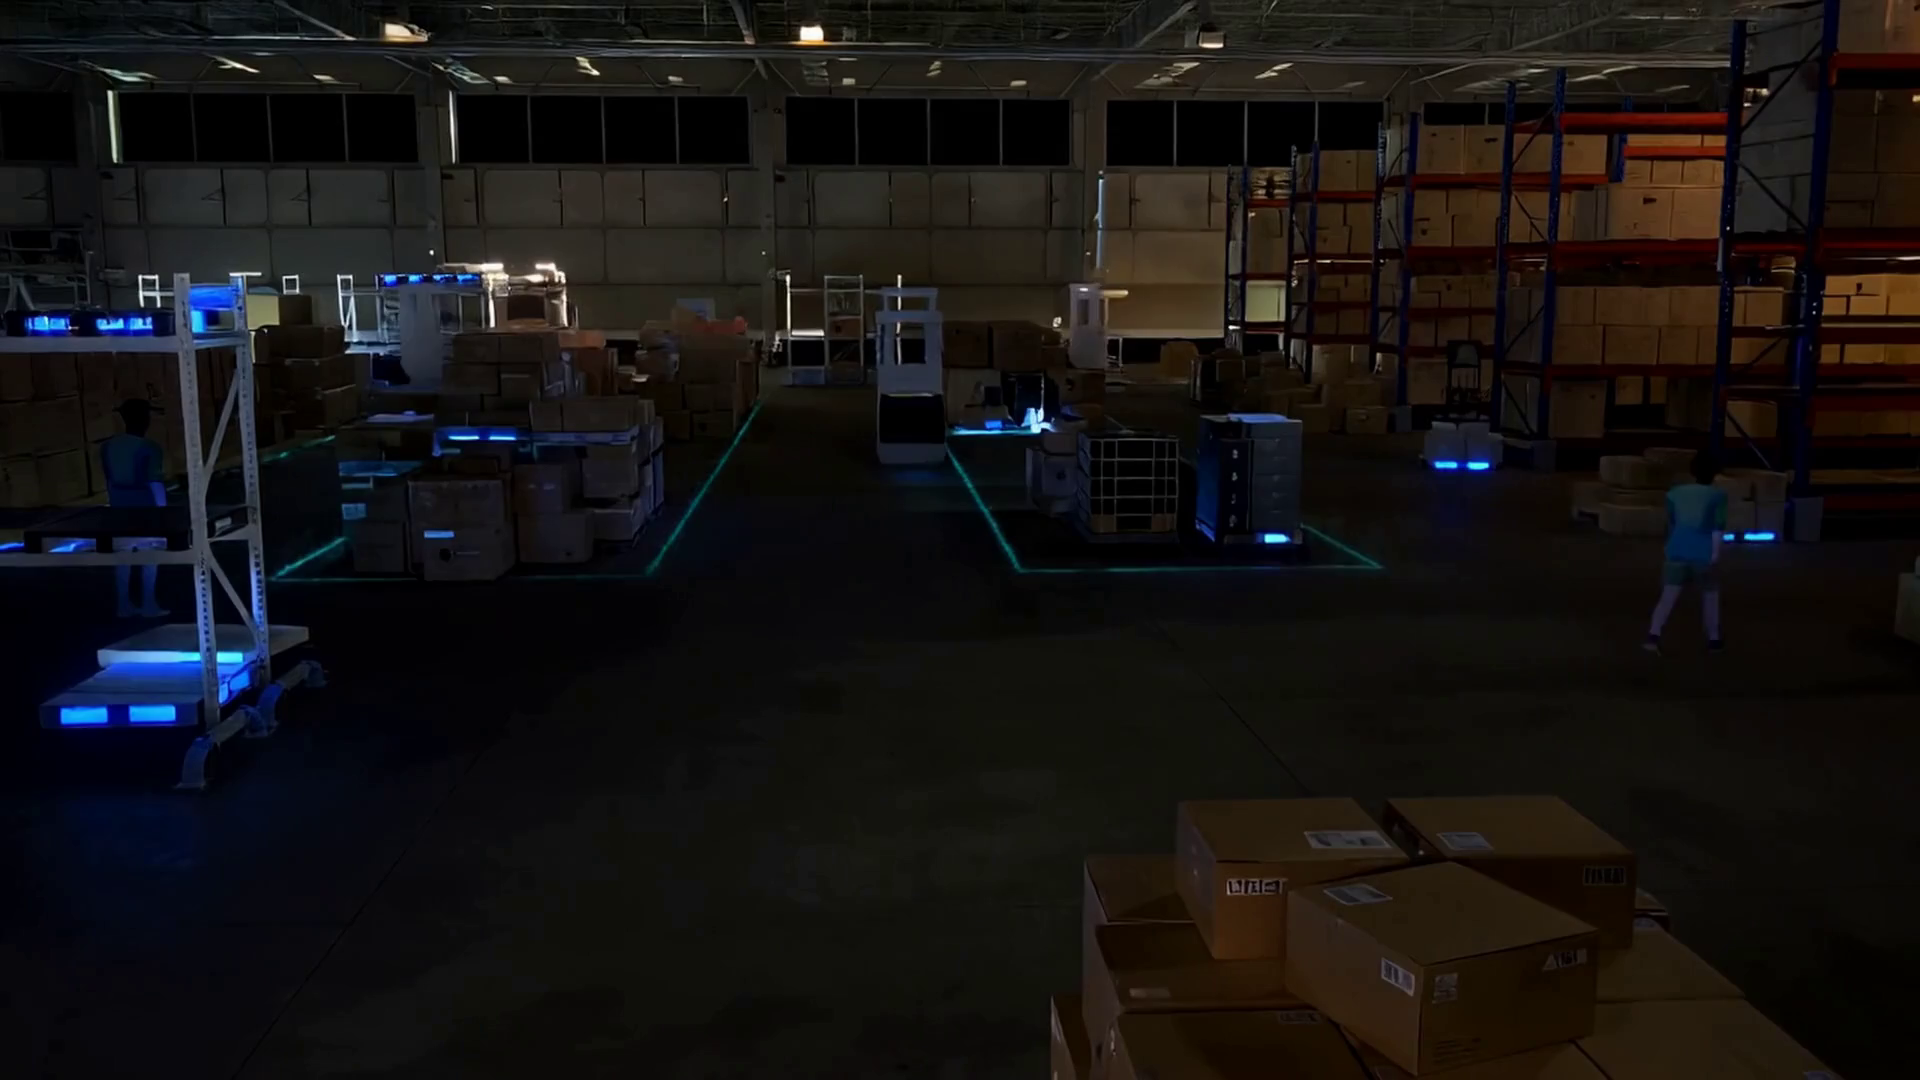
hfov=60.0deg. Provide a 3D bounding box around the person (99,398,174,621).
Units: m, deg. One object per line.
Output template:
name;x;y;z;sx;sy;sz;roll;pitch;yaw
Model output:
person;-7.214;-0.262;14.590;0.609;1.958;0.376;2;9;12

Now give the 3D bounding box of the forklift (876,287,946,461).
forklift;-0.819;-2.768;27.408;1.129;2.768;1.873;-1;9;-4

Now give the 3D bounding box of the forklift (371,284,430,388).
forklift;-12.674;-4.557;38.646;1.873;2.768;1.129;2;9;13

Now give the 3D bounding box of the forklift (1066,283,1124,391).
forklift;3.193;-5.261;43.062;1.129;2.768;1.873;-9;12;-43

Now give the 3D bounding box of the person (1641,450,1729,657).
person;5.795;0.113;13.172;0.882;1.656;0.544;-6;11;-32

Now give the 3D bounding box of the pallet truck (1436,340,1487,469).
pallet truck;8.004;-2.170;26.422;0.823;1.965;1.885;2;9;14
